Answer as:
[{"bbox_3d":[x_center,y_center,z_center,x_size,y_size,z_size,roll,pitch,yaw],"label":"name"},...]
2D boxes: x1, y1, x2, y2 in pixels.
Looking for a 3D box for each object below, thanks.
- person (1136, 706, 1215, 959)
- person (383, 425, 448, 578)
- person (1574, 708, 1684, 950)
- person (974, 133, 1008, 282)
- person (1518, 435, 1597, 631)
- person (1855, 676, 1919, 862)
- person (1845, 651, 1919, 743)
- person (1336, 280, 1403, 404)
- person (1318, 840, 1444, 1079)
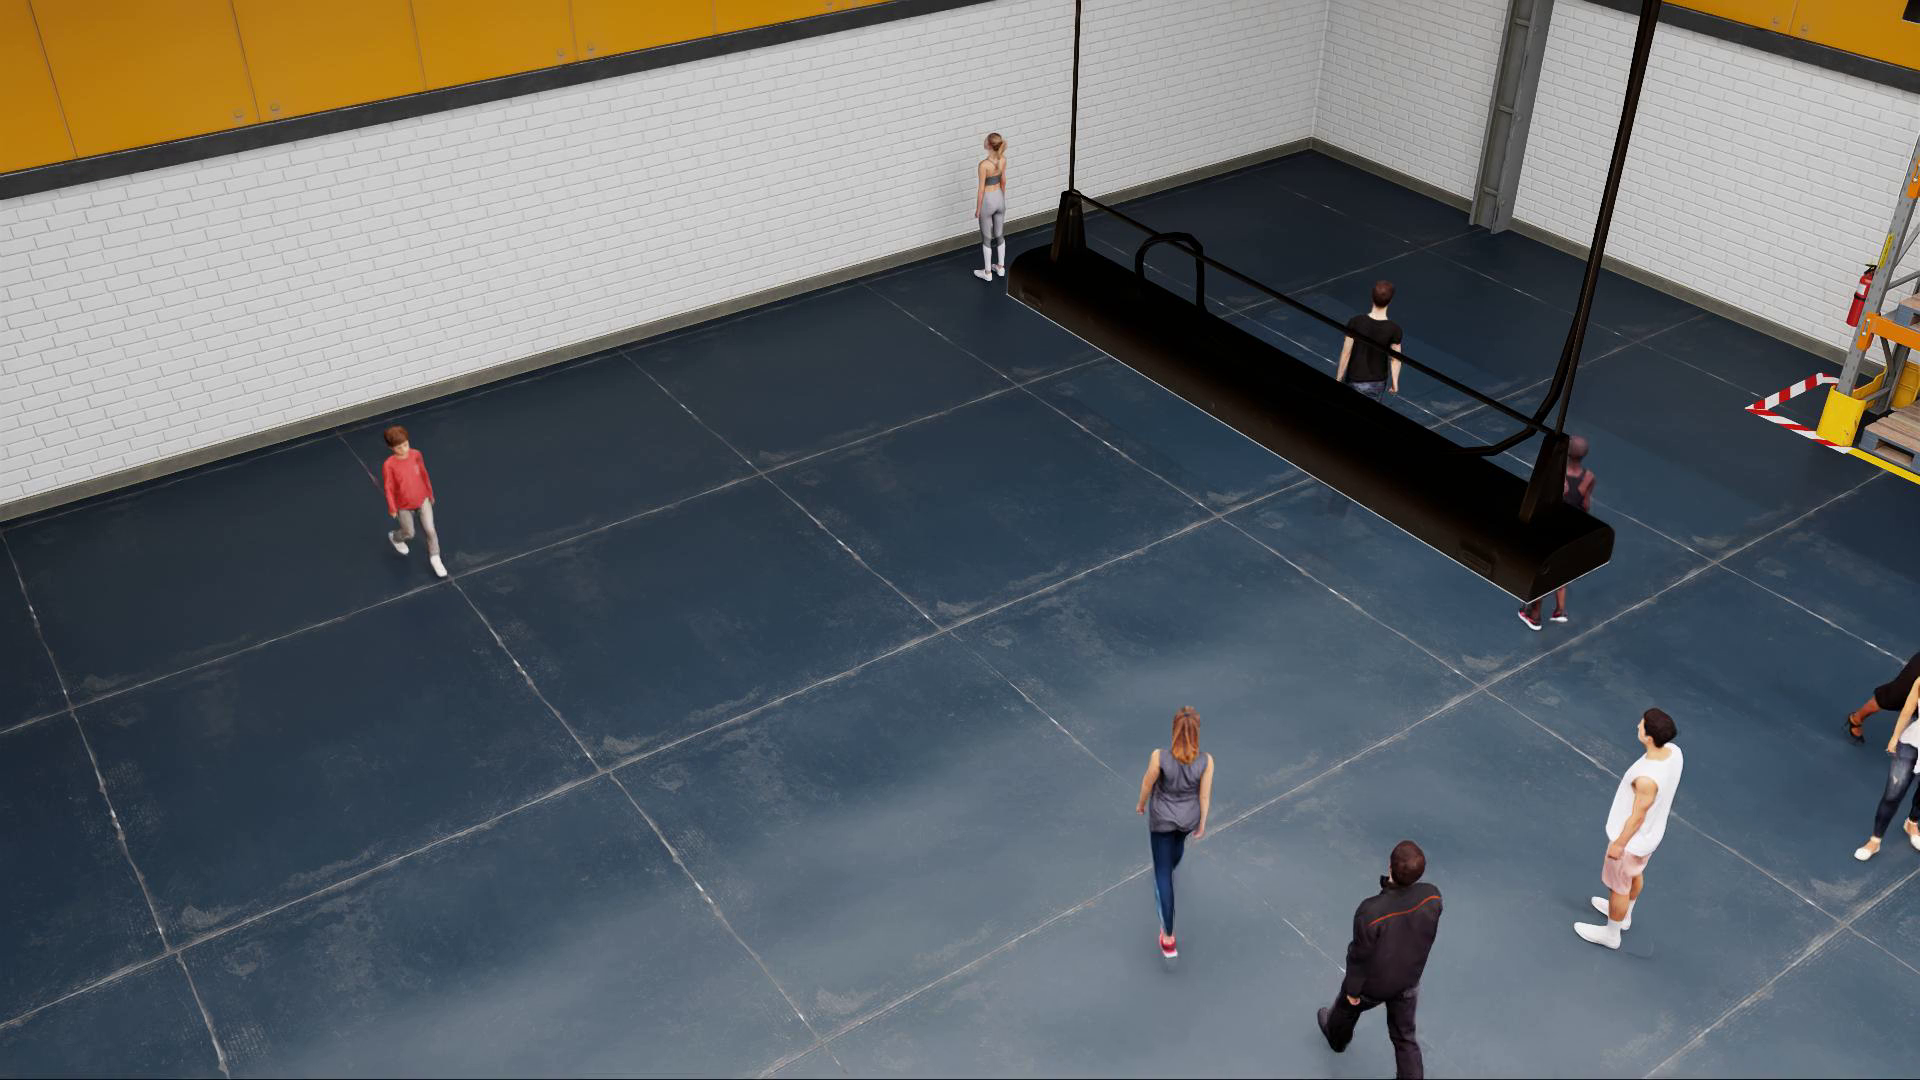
[{"bbox_3d":[1.327,1.816,10.340,0.992,1.683,1.224,-1,34,-2],"label":"person"},{"bbox_3d":[-4.623,-0.360,13.875,0.874,1.394,0.629,27,42,35],"label":"person"},{"bbox_3d":[4.188,1.794,10.282,0.638,1.784,0.697,26,41,33],"label":"person"},{"bbox_3d":[0.357,-3.760,18.714,0.574,1.699,0.543,-23,40,-31],"label":"person"},{"bbox_3d":[4.701,0.001,13.010,0.722,1.750,0.804,-6,34,-10],"label":"person"},{"bbox_3d":[6.418,1.358,10.968,0.853,1.751,0.821,19,38,26],"label":"person"},{"bbox_3d":[6.769,0.909,11.777,0.598,1.603,1.039,-23,40,-30],"label":"person"},{"bbox_3d":[3.643,-1.395,14.994,0.961,1.879,1.006,13,36,18],"label":"person"},{"bbox_3d":[2.425,2.491,9.229,1.010,1.789,1.323,-9,35,-13],"label":"person"}]
